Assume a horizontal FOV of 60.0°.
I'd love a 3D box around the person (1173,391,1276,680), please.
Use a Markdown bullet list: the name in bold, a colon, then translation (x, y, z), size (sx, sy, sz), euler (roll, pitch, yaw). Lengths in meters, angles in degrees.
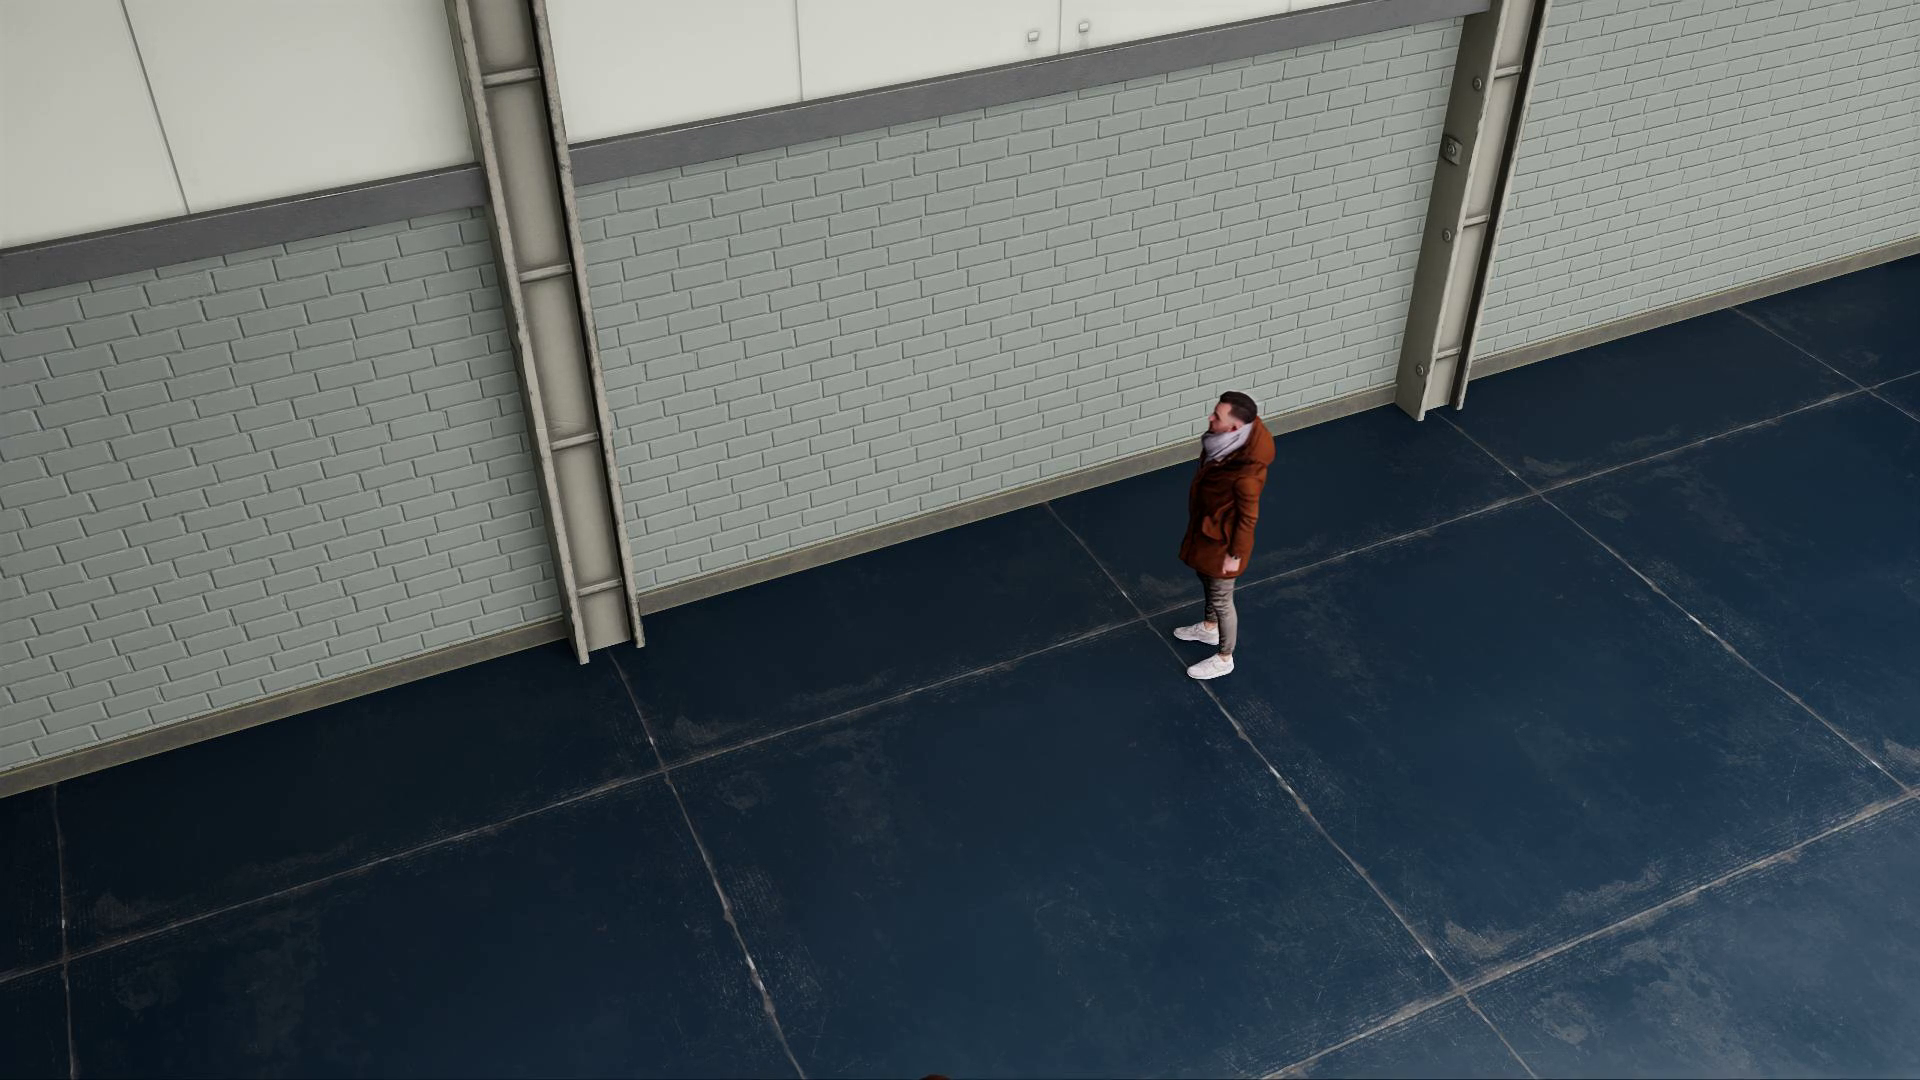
- **person**: translation (1.452, -0.033, 9.176), size (0.804, 1.837, 0.799), euler (-4, 38, -5)
